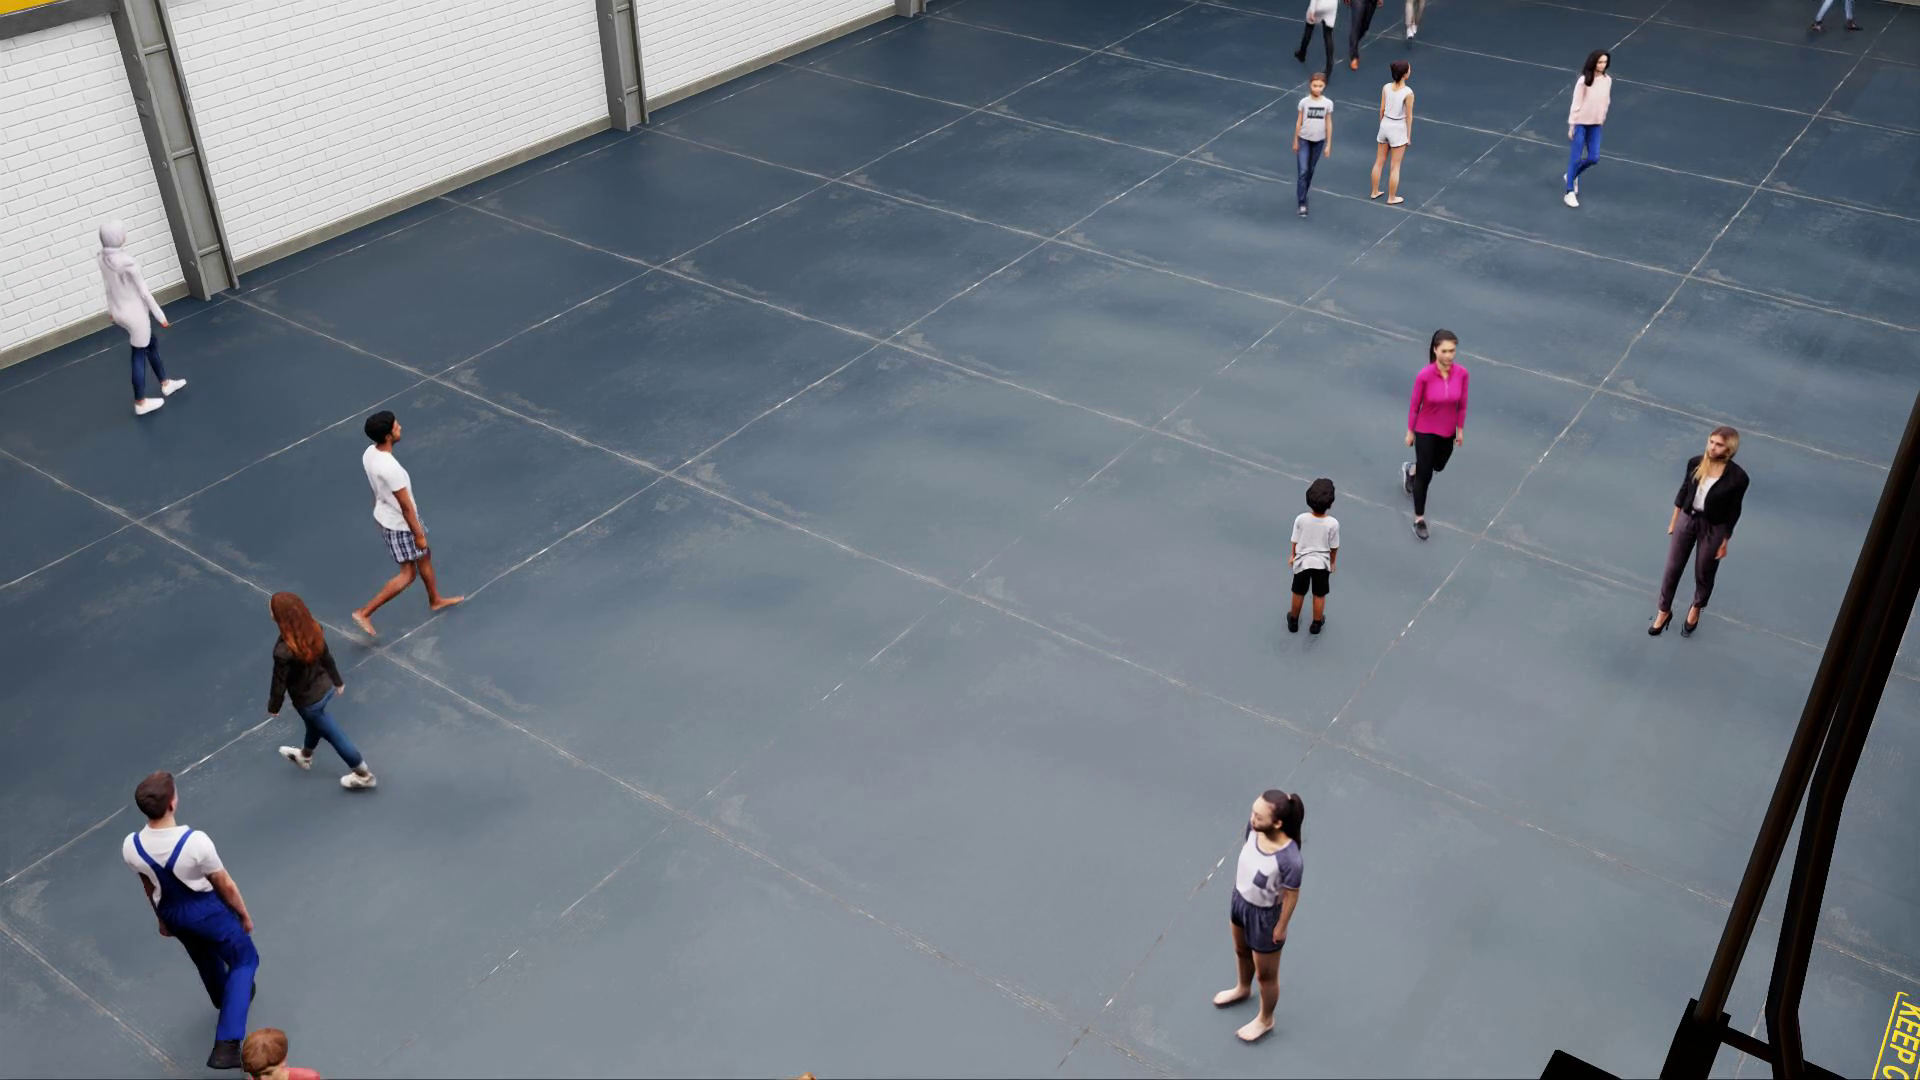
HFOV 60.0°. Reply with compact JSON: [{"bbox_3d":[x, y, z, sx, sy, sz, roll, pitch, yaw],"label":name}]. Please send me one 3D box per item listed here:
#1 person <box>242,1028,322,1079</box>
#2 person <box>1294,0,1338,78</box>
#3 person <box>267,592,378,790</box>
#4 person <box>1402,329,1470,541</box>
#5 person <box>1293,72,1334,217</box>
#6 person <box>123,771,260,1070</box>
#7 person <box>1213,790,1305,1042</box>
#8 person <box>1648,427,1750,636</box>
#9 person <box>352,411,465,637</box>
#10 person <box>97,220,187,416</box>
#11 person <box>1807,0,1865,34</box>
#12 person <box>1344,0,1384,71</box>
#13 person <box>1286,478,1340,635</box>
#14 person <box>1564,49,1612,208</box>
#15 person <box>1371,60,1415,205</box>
[{"bbox_3d":[-3.045,2.755,7.764,0.886,1.402,0.925,-7,34,-11],"label":"person"},{"bbox_3d":[4.901,-7.058,22.221,1.204,1.742,1.207,-8,34,-12],"label":"person"},{"bbox_3d":[-3.977,0.983,10.396,0.883,1.441,0.971,5,34,7],"label":"person"},{"bbox_3d":[3.686,-0.887,12.996,1.003,1.676,1.067,-5,34,-7],"label":"person"},{"bbox_3d":[3.901,-4.440,18.483,0.894,1.520,1.110,3,34,5],"label":"person"},{"bbox_3d":[-3.929,1.985,8.532,0.987,1.835,1.128,1,34,1],"label":"person"},{"bbox_3d":[1.592,1.950,8.751,0.679,1.650,0.671,-14,36,-19],"label":"person"},{"bbox_3d":[5.244,-0.056,11.757,0.676,1.664,0.733,27,42,34],"label":"person"},{"bbox_3d":[-4.038,-0.088,11.764,1.138,1.710,0.898,-20,38,-27],"label":"person"},{"bbox_3d":[-7.259,-1.892,14.436,0.669,1.756,0.815,19,38,26],"label":"person"},{"bbox_3d":[12.600,-8.113,23.852,0.769,1.693,0.949,15,36,21],"label":"person"},{"bbox_3d":[5.517,-7.451,22.759,1.118,1.801,1.257,-1,34,-2],"label":"person"},{"bbox_3d":[2.519,0.121,11.854,0.557,1.262,0.589,8,34,12],"label":"person"},{"bbox_3d":[6.923,-4.613,18.530,0.825,1.756,0.884,-5,34,-8],"label":"person"},{"bbox_3d":[4.845,-4.569,18.601,0.618,1.604,0.611,-27,42,-34],"label":"person"}]
